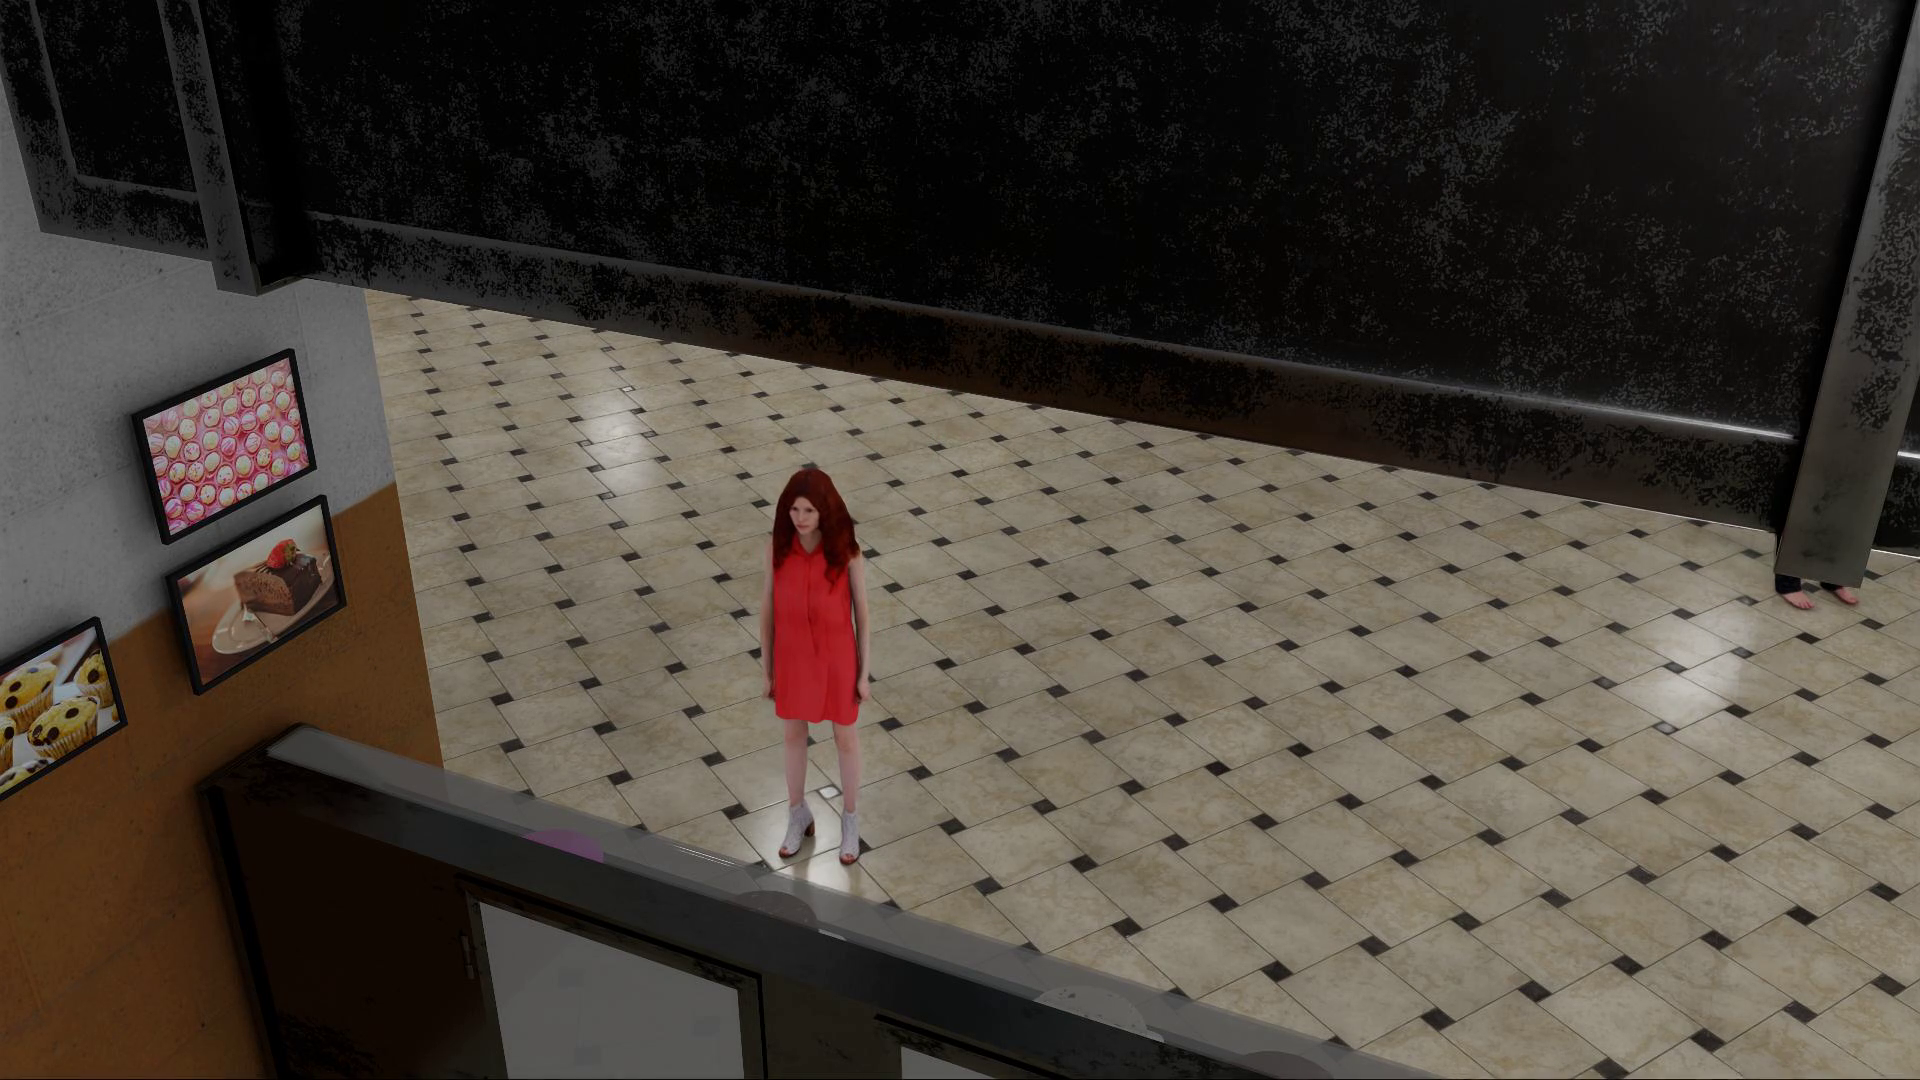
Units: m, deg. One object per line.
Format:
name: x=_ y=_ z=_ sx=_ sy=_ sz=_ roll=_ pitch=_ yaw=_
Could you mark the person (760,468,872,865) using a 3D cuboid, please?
person: x=-0.584 y=0.531 z=6.853 sx=0.653 sy=1.826 sz=0.601 roll=5 pitch=27 yaw=9
